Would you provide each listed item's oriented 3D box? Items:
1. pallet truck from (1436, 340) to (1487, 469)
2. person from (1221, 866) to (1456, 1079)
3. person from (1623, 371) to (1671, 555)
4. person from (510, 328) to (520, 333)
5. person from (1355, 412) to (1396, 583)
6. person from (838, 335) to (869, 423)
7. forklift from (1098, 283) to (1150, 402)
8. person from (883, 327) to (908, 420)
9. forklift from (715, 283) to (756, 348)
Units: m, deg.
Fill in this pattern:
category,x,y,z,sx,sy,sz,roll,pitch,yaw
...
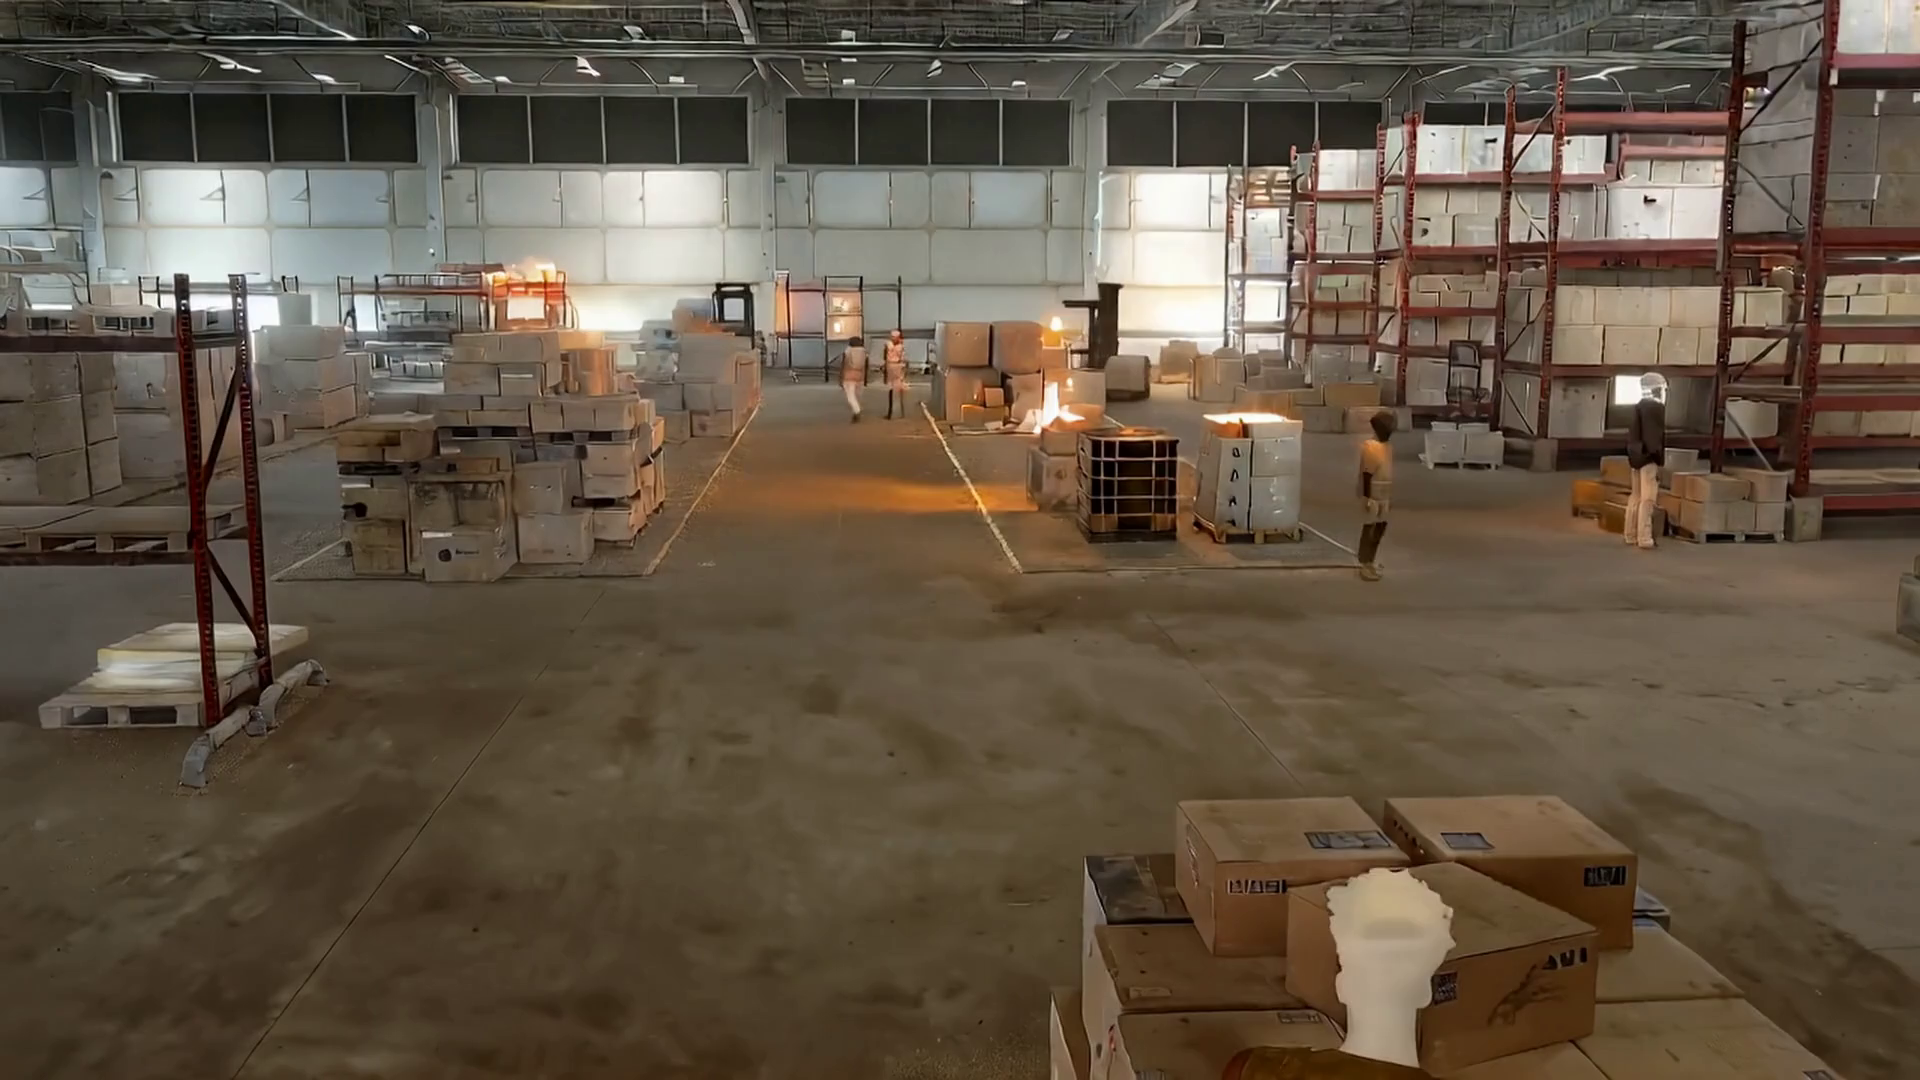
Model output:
category,x,y,z,sx,sy,sz,roll,pitch,yaw
pallet truck,8.004,-2.170,26.422,0.823,1.965,1.885,2,9,14
person,0.762,1.561,3.087,0.613,1.965,0.361,5,10,30
person,7.479,-0.842,18.090,0.382,1.995,0.612,-1,9,-8
person,-9.621,-3.653,36.117,0.627,1.887,1.045,1,9,5
person,4.093,-0.423,16.477,0.325,1.677,0.587,7,11,36
person,-2.148,-3.280,33.965,0.632,1.817,0.760,-5,10,-29
forklift,3.562,-4.735,39.764,1.873,2.768,1.129,3,9,17
person,-1.357,-3.491,34.894,0.545,1.941,0.350,2,9,13
forklift,-5.994,-5.447,44.230,1.129,2.768,1.873,-1,9,-4
